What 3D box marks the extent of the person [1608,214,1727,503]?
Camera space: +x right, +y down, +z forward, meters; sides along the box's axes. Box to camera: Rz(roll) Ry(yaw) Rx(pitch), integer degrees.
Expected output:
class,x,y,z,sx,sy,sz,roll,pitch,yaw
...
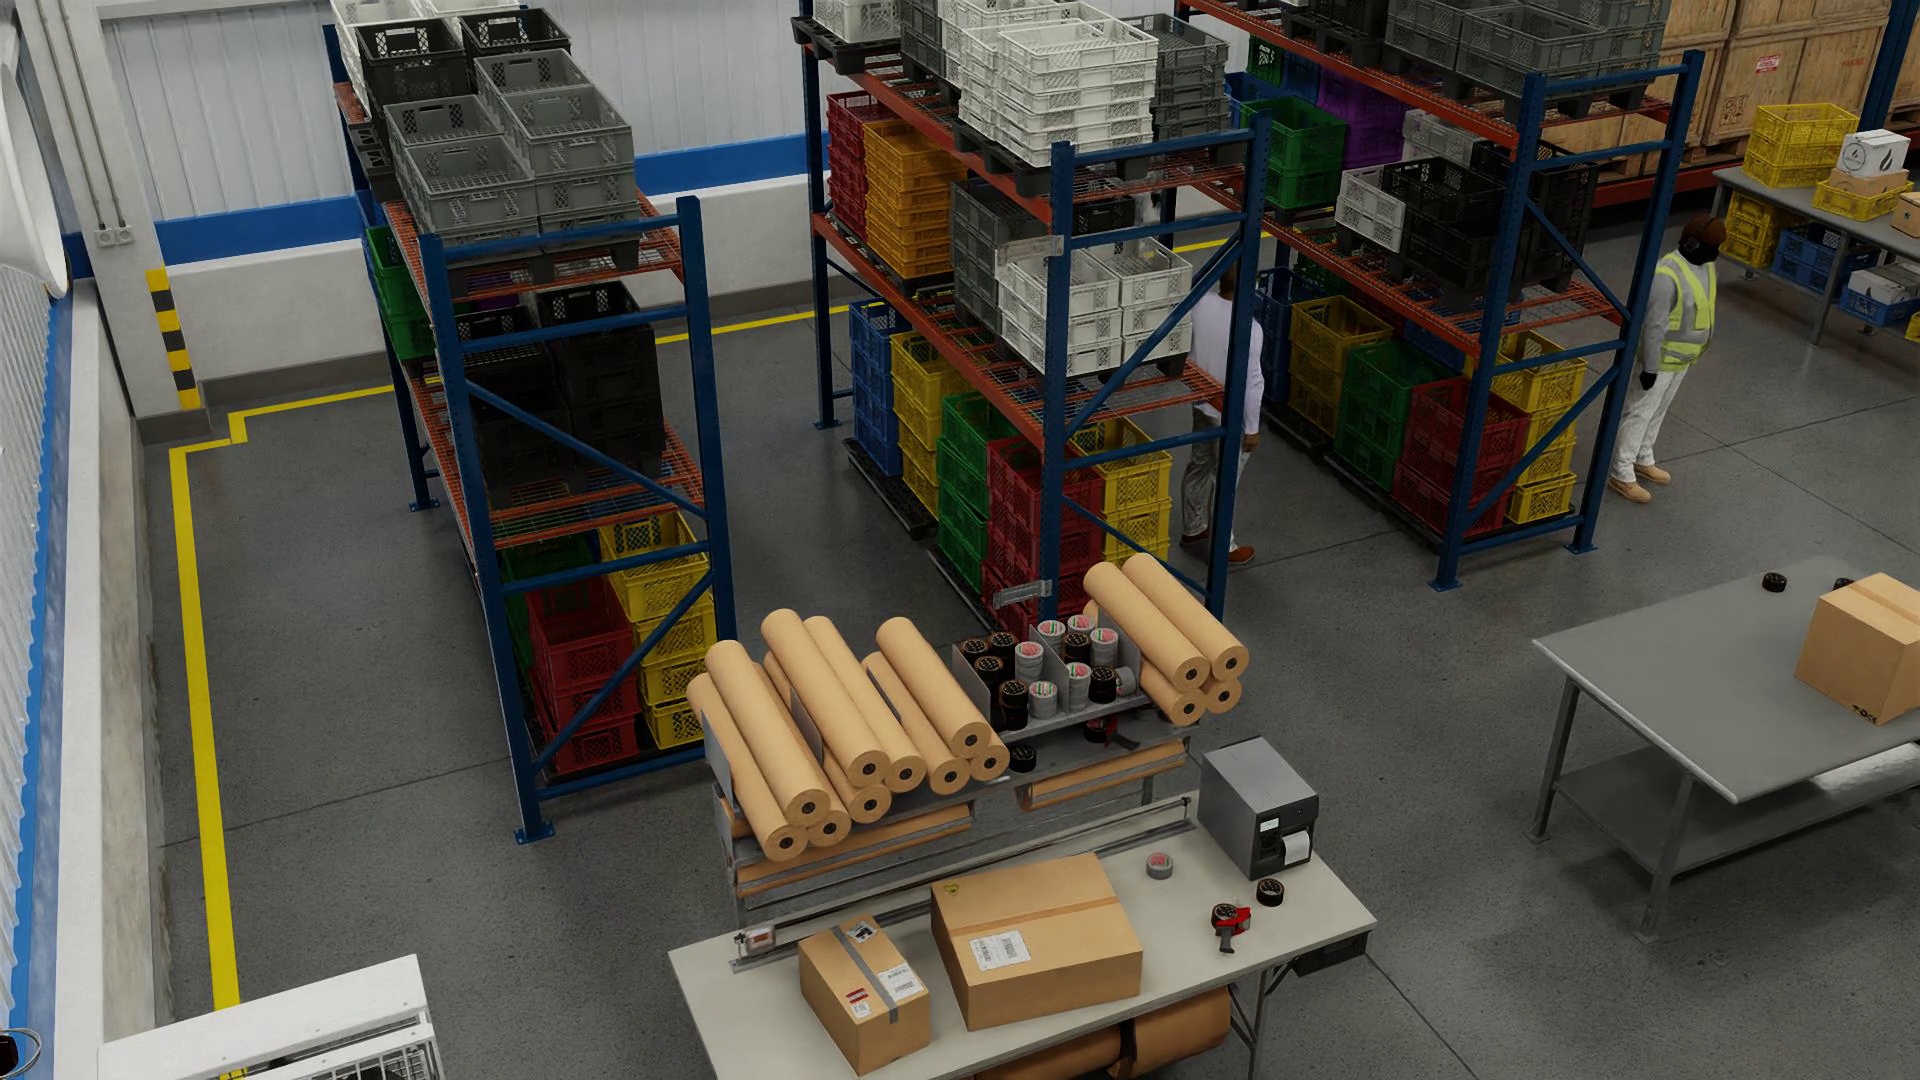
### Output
class,x,y,z,sx,sy,sz,roll,pitch,yaw
person,4.394,-1.138,10.312,0.619,1.838,0.430,-28,41,-37

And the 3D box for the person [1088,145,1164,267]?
class,x,y,z,sx,sy,sz,roll,pitch,yaw
person,1.262,-2.645,12.738,0.630,1.863,0.407,-13,34,-20

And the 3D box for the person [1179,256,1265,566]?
class,x,y,z,sx,sy,sz,roll,pitch,yaw
person,1.521,-0.753,9.589,0.372,1.940,0.632,-16,35,-24
